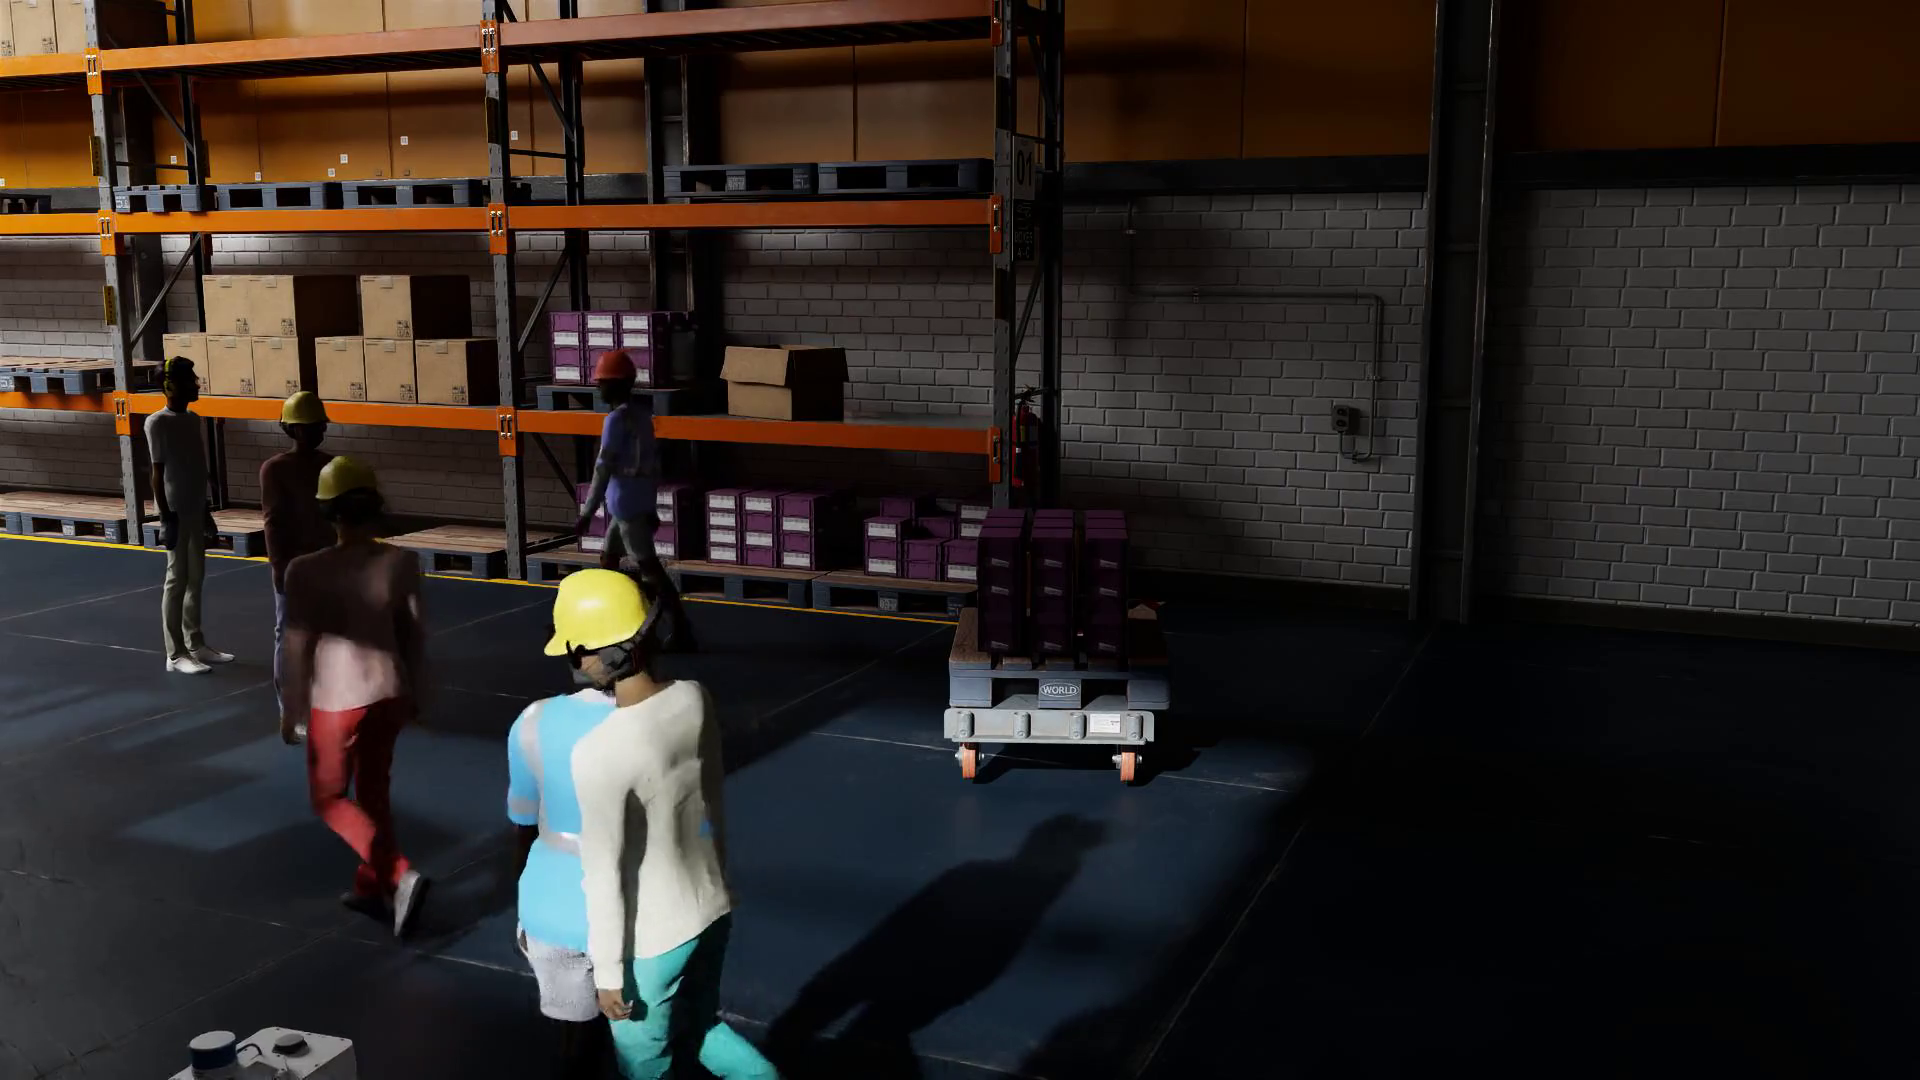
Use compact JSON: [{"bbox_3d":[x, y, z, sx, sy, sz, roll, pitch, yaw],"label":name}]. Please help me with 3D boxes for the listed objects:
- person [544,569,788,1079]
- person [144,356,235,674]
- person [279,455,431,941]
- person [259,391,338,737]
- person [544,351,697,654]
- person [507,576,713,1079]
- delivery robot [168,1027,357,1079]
[{"bbox_3d":[-0.646,0.913,3.920,0.570,1.728,0.566,4,10,24],"label":"person"},{"bbox_3d":[-4.586,-0.150,9.869,0.323,1.876,0.528,0,9,2],"label":"person"},{"bbox_3d":[-2.122,0.569,5.944,0.637,1.746,0.535,7,12,34],"label":"person"},{"bbox_3d":[-3.359,0.113,8.618,0.327,1.769,0.525,5,11,27],"label":"person"},{"bbox_3d":[-2.102,-0.219,10.285,1.017,1.880,0.558,1,9,4],"label":"person"},{"bbox_3d":[-0.877,0.931,3.974,0.563,1.670,0.547,4,10,21],"label":"person"},{"bbox_3d":[-1.794,1.436,4.034,0.477,0.478,0.707,3,10,17],"label":"delivery robot"}]
